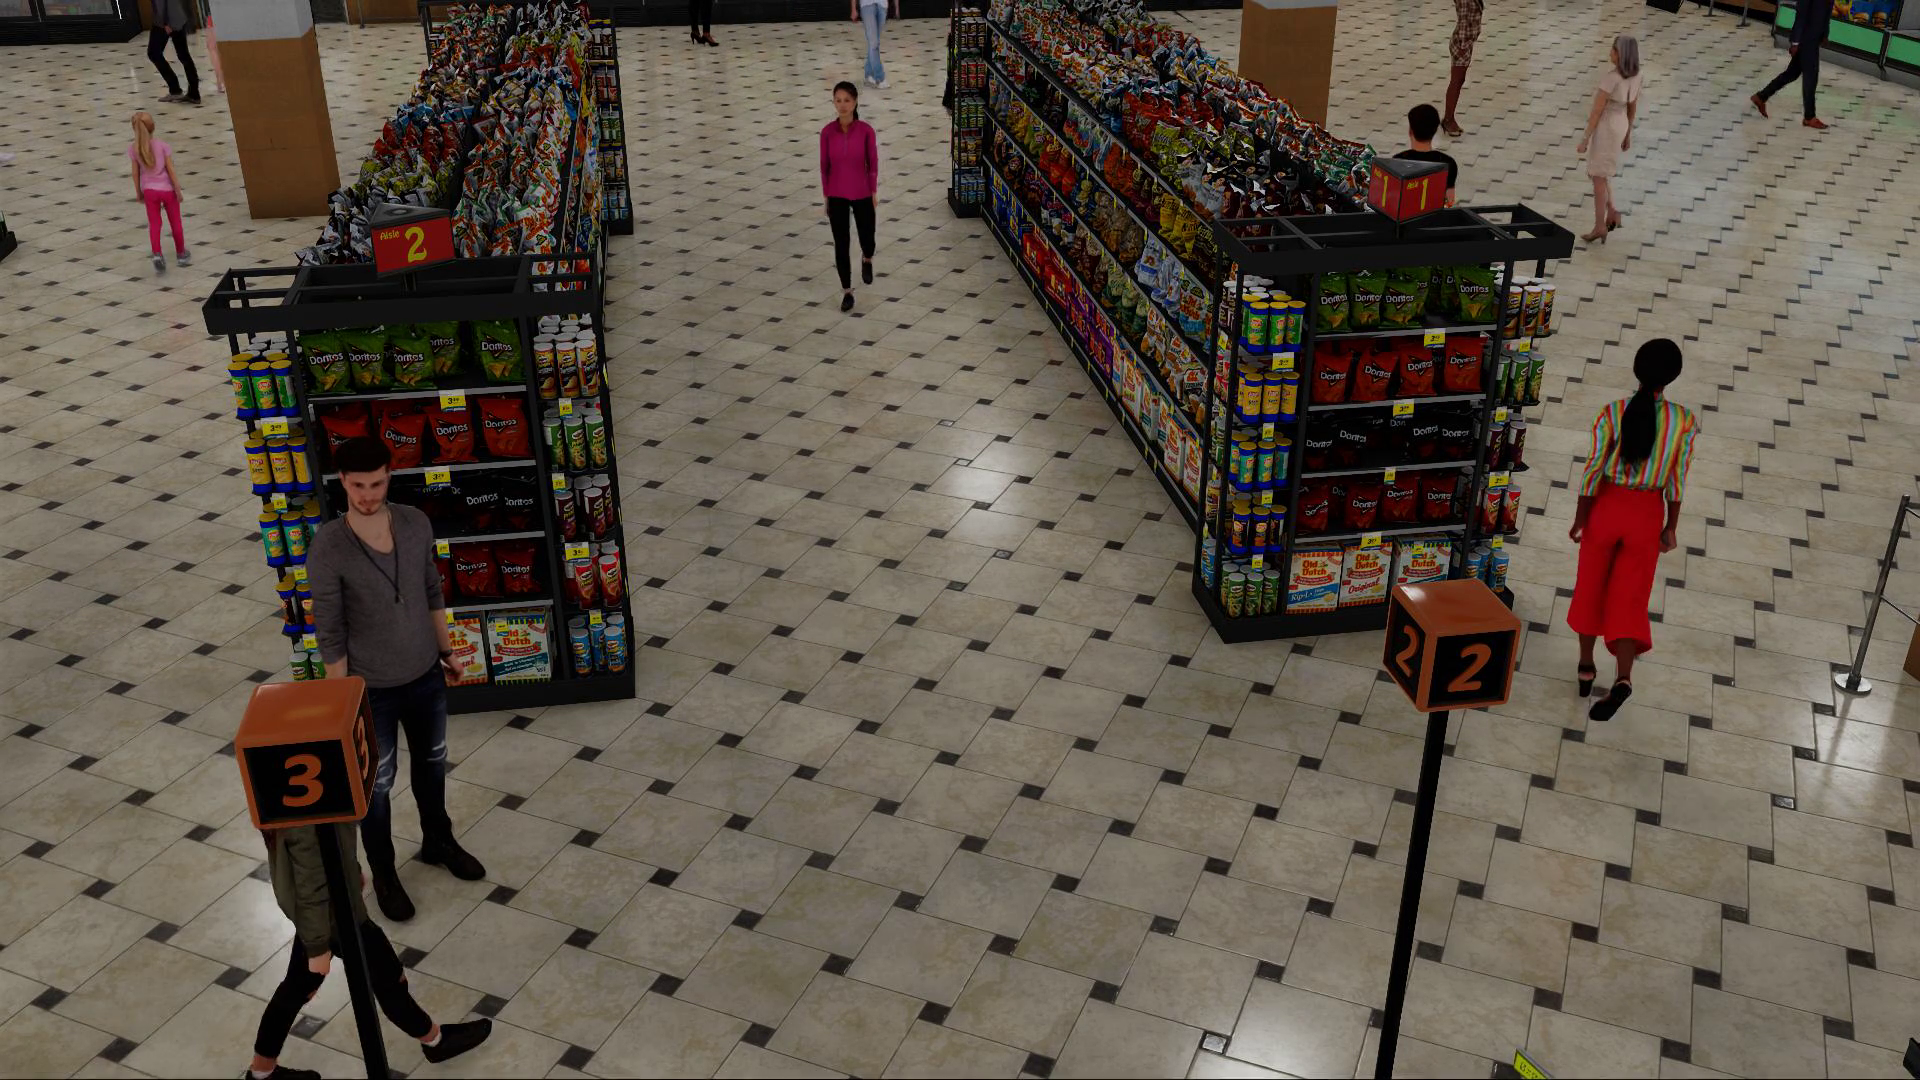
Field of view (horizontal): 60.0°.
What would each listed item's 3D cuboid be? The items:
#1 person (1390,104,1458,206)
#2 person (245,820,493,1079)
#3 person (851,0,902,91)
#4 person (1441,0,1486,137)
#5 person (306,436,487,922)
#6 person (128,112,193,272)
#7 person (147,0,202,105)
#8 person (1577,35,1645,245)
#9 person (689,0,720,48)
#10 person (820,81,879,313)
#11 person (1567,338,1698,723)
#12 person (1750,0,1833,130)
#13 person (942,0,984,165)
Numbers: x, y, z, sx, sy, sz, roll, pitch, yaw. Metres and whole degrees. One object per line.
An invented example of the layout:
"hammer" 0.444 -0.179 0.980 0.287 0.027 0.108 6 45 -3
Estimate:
"person" 2.976 -1.893 10.973 0.802 1.813 1.245 -1 27 -2
"person" -2.081 1.210 5.270 0.864 1.436 1.032 -14 30 -25
"person" -1.060 -6.242 19.534 0.938 1.825 1.107 -17 32 -30
"person" 5.267 -5.168 17.451 0.741 1.795 0.659 12 29 23
"person" -2.117 0.490 6.174 0.802 1.903 0.762 21 33 35
"person" -6.450 -2.788 13.352 0.516 1.257 0.822 -6 28 -12
"person" -8.822 -5.837 18.703 0.857 1.856 0.732 5 27 11
"person" 5.462 -3.291 13.828 0.744 1.724 0.799 -20 33 -34
"person" -3.451 -7.488 21.978 0.803 1.838 0.694 -19 32 -33
"person" -0.817 -2.592 12.490 0.684 1.688 0.887 1 27 2
"person" 2.883 0.024 7.246 0.905 1.764 1.098 8 28 15
"person" 9.032 -5.393 17.883 1.270 1.805 1.112 24 35 39
"person" 0.127 -4.527 16.328 0.796 1.666 0.618 -7 28 -13
